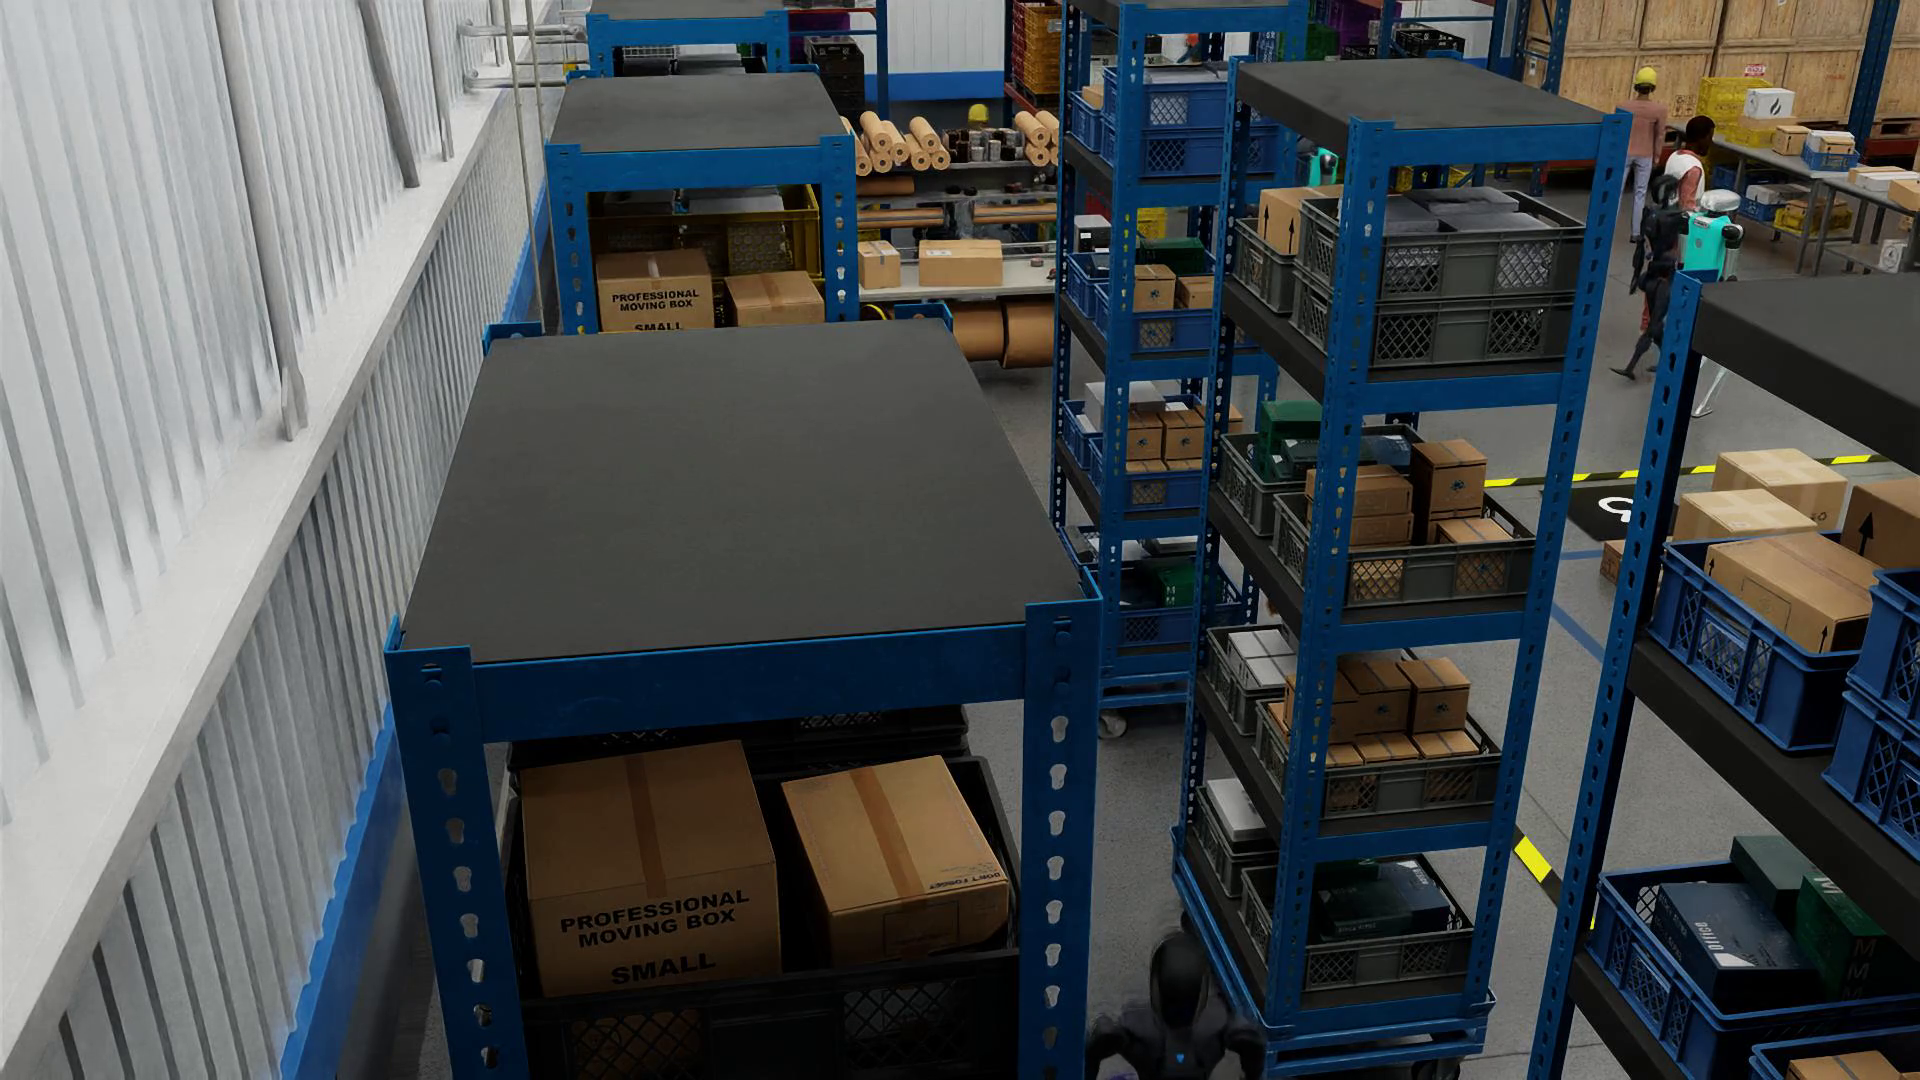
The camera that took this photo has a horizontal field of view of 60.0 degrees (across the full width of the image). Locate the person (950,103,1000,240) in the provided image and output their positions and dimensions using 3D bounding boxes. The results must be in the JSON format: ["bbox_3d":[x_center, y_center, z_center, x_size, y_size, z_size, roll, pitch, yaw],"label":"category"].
[{"bbox_3d":[0.164,-3.153,15.408,0.500,1.716,0.552,-8,26,-17],"label":"person"}]

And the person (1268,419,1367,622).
[{"bbox_3d":[1.753,0.207,7.955,0.589,1.852,0.401,-3,25,-7],"label":"person"}]

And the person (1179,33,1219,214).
[{"bbox_3d":[2.578,-4.573,18.138,0.433,2.027,0.618,23,33,40],"label":"person"}]

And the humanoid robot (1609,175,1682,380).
[{"bbox_3d":[5.511,-2.071,13.154,0.760,1.621,0.616,-8,26,-17],"label":"humanoid robot"}]

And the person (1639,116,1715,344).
[{"bbox_3d":[6.005,-2.594,13.976,0.400,1.911,0.585,3,25,7],"label":"person"}]

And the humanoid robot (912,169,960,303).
[{"bbox_3d":[-0.157,-2.507,14.122,0.755,1.633,0.585,-18,30,-34],"label":"humanoid robot"}]

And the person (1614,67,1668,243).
[{"bbox_3d":[6.913,-3.936,17.057,0.526,1.772,0.304,9,26,19],"label":"person"}]

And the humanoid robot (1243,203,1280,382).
[{"bbox_3d":[2.417,-2.078,13.113,0.599,1.657,0.315,16,29,31],"label":"humanoid robot"}]

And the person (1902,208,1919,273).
[{"bbox_3d":[7.941,-2.357,13.560,0.674,1.823,0.507,15,28,29],"label":"person"}]

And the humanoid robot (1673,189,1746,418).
[{"bbox_3d":[5.558,-1.737,12.163,0.735,1.672,0.533,-11,27,-23],"label":"humanoid robot"}]

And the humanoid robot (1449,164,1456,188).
[{"bbox_3d":[5.305,-4.462,18.381,0.781,1.641,0.600,-1,25,-2],"label":"humanoid robot"}]

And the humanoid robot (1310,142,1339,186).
[{"bbox_3d":[2.828,-2.669,14.432,0.806,1.833,0.566,3,25,6],"label":"humanoid robot"}]

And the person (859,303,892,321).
[{"bbox_3d":[-0.463,-0.427,9.317,0.516,1.865,0.320,8,26,16],"label":"person"}]

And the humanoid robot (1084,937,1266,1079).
[{"bbox_3d":[0.585,1.788,4.749,0.609,1.626,0.670,-2,25,-4],"label":"humanoid robot"}]
